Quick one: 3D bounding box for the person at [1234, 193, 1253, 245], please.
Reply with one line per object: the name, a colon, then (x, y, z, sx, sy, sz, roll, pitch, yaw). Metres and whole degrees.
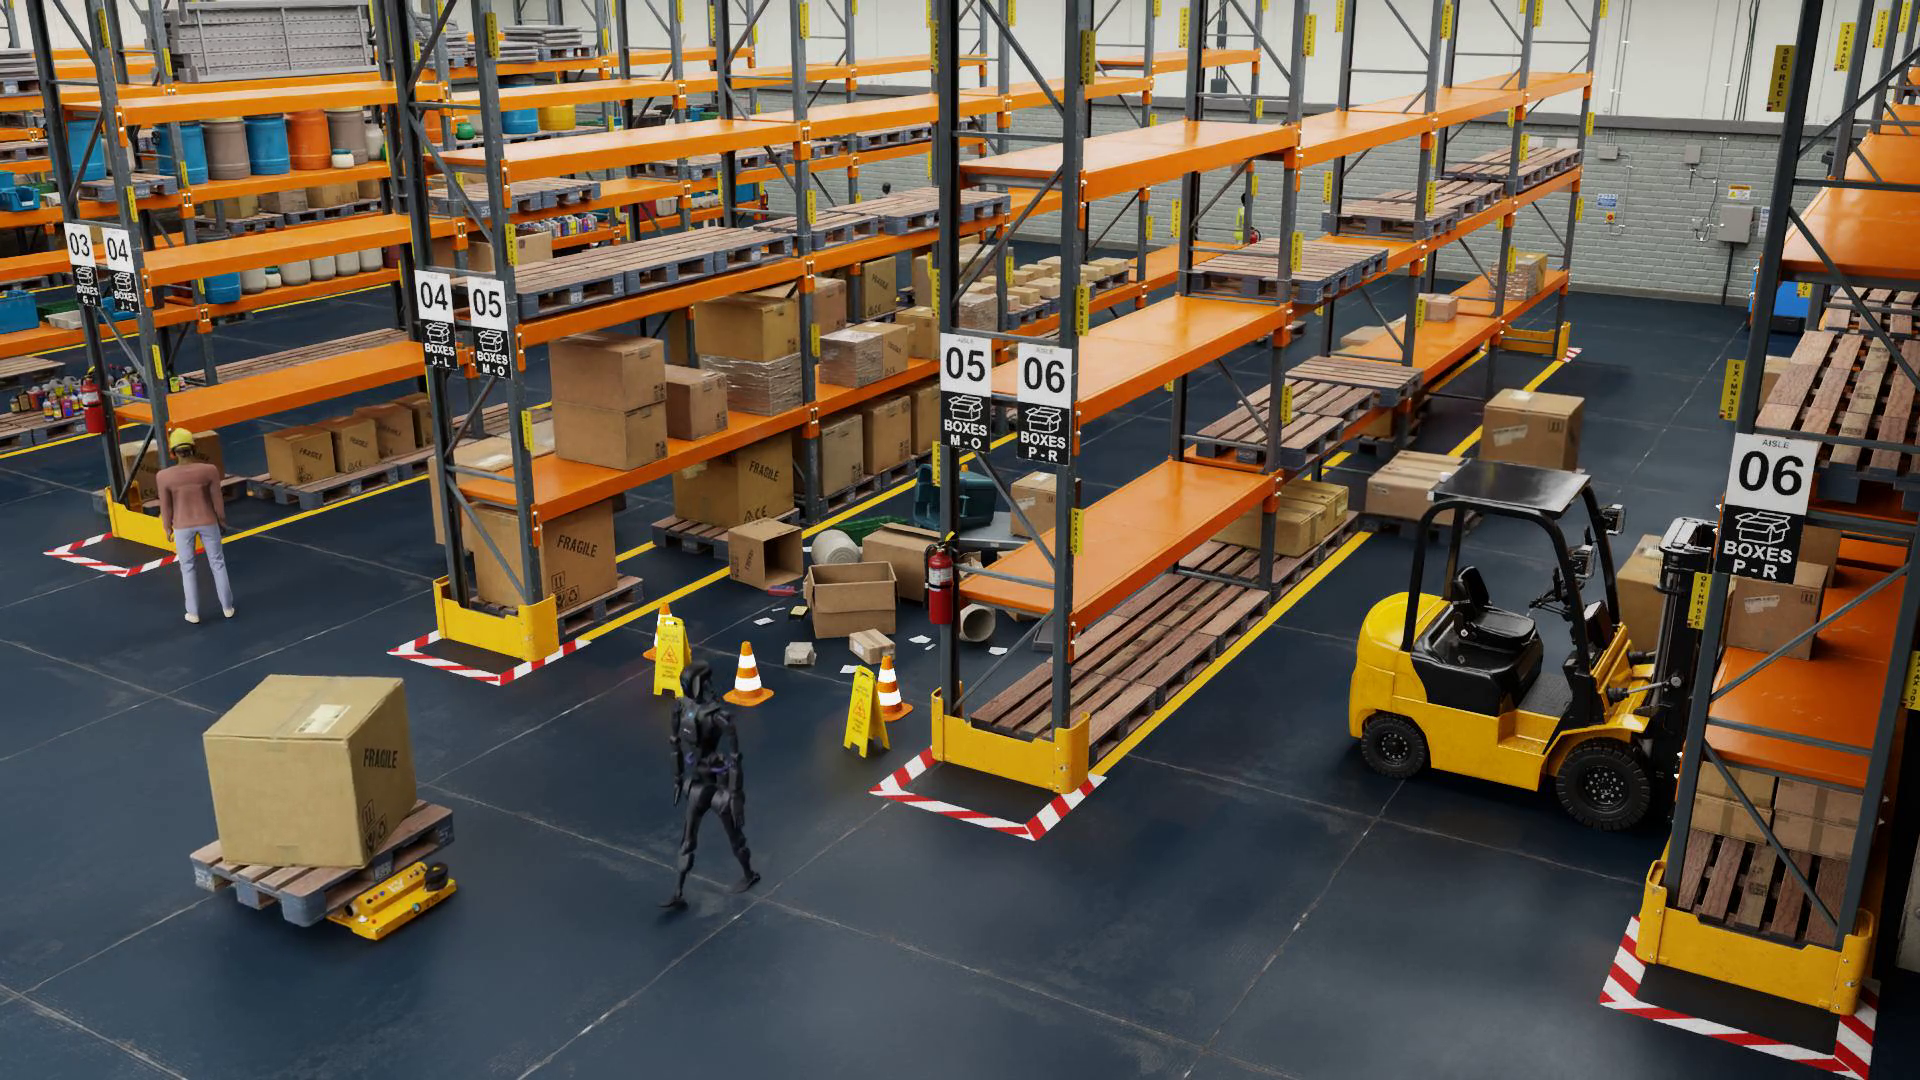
person: (5.175, -5.511, 30.378, 0.319, 1.685, 0.537, -1, 19, -2)

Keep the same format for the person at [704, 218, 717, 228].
person: (-5.235, -7.064, 34.868, 0.489, 1.688, 0.346, -6, 20, -16)

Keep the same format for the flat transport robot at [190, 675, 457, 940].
flat transport robot: (-3.955, 2.120, 10.484, 1.431, 0.231, 0.659, 10, 22, 27)

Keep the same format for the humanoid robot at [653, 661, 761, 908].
humanoid robot: (-1.541, 1.502, 10.172, 0.595, 1.625, 0.756, 12, 23, 32)

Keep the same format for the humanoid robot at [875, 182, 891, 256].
humanoid robot: (-1.448, -6.034, 31.931, 0.594, 1.638, 0.660, -10, 21, -26)

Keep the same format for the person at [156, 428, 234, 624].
person: (-6.772, -0.131, 14.720, 0.519, 1.758, 0.340, -10, 22, -27)

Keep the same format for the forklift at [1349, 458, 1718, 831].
forklift: (3.988, 0.658, 11.776, 2.313, 2.155, 1.214, 11, 22, 29)

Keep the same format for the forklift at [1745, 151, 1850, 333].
forklift: (13.620, -4.667, 26.137, 1.873, 2.768, 1.129, 11, 22, 29)
